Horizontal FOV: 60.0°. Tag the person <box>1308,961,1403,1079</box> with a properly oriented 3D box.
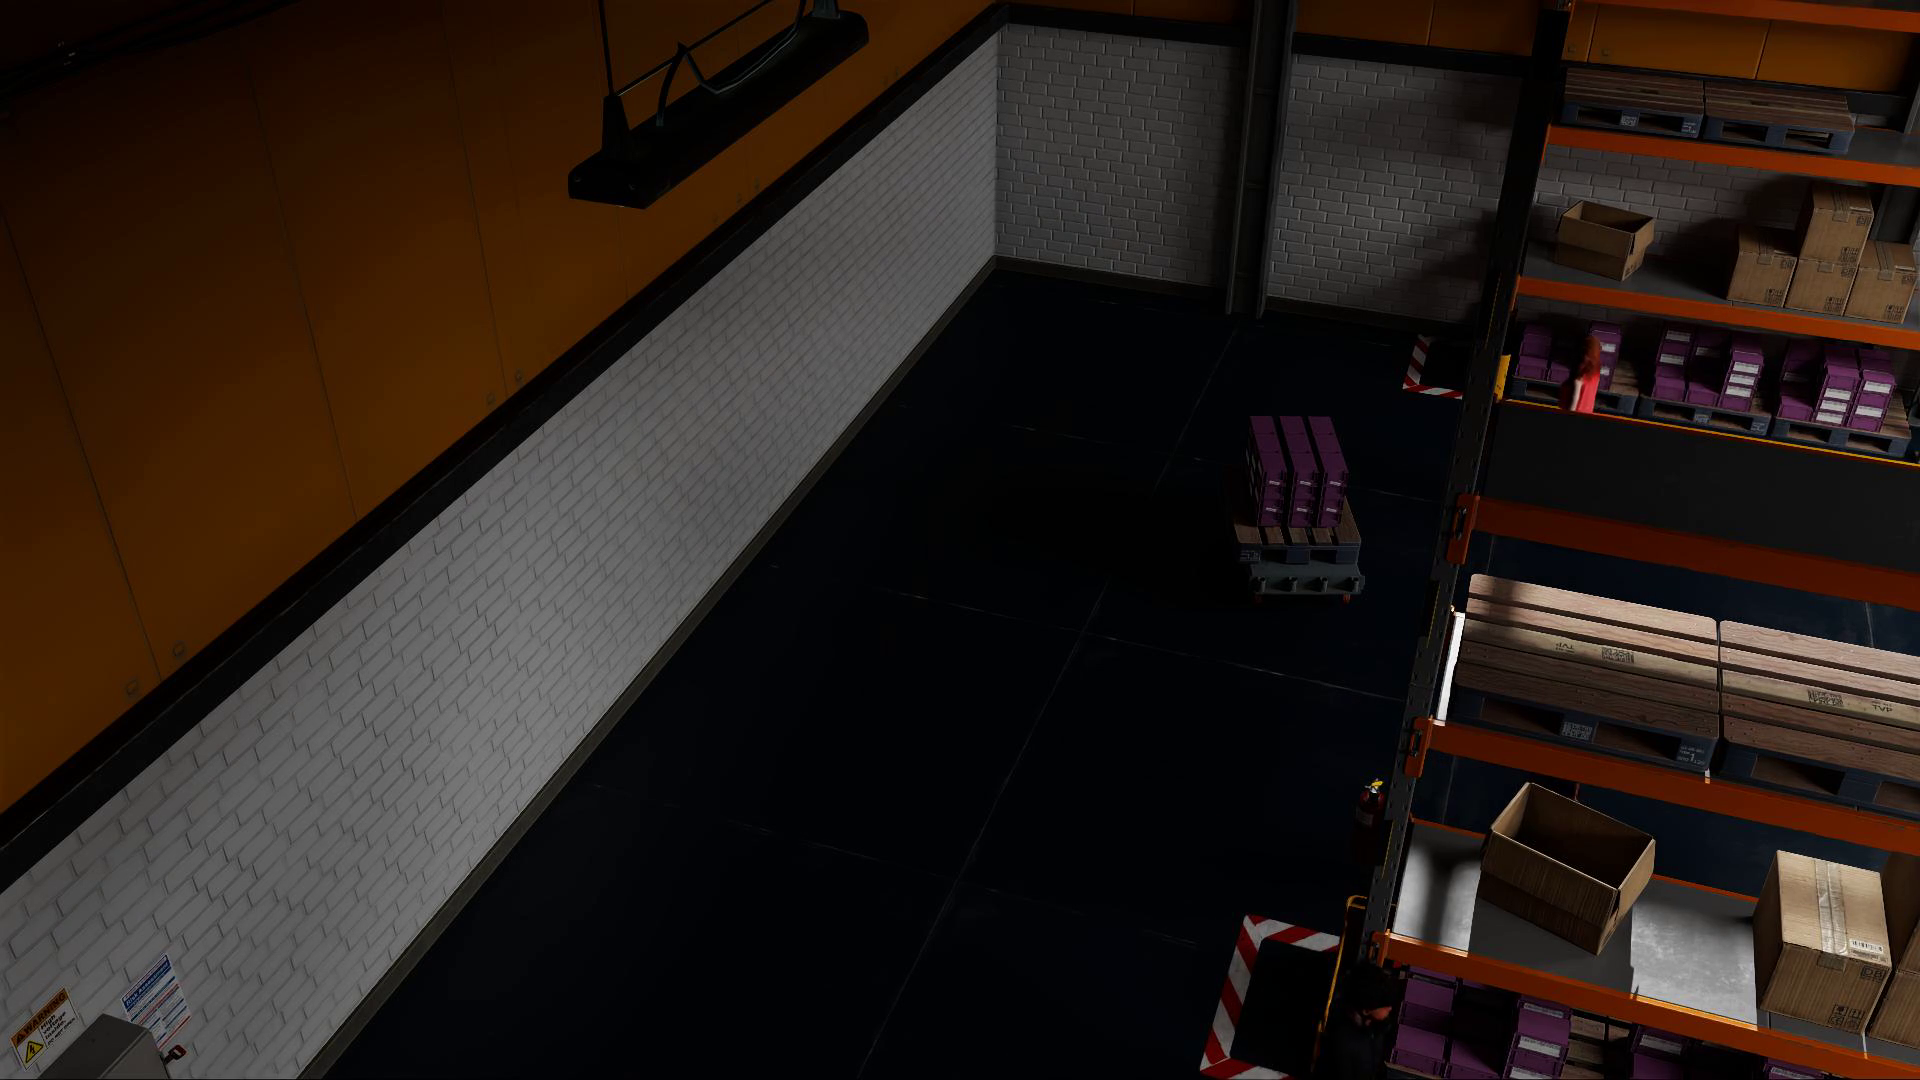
[{"bbox_3d":[1.906,2.847,8.726,0.877,1.738,1.072,-29,43,-36],"label":"person"}]
